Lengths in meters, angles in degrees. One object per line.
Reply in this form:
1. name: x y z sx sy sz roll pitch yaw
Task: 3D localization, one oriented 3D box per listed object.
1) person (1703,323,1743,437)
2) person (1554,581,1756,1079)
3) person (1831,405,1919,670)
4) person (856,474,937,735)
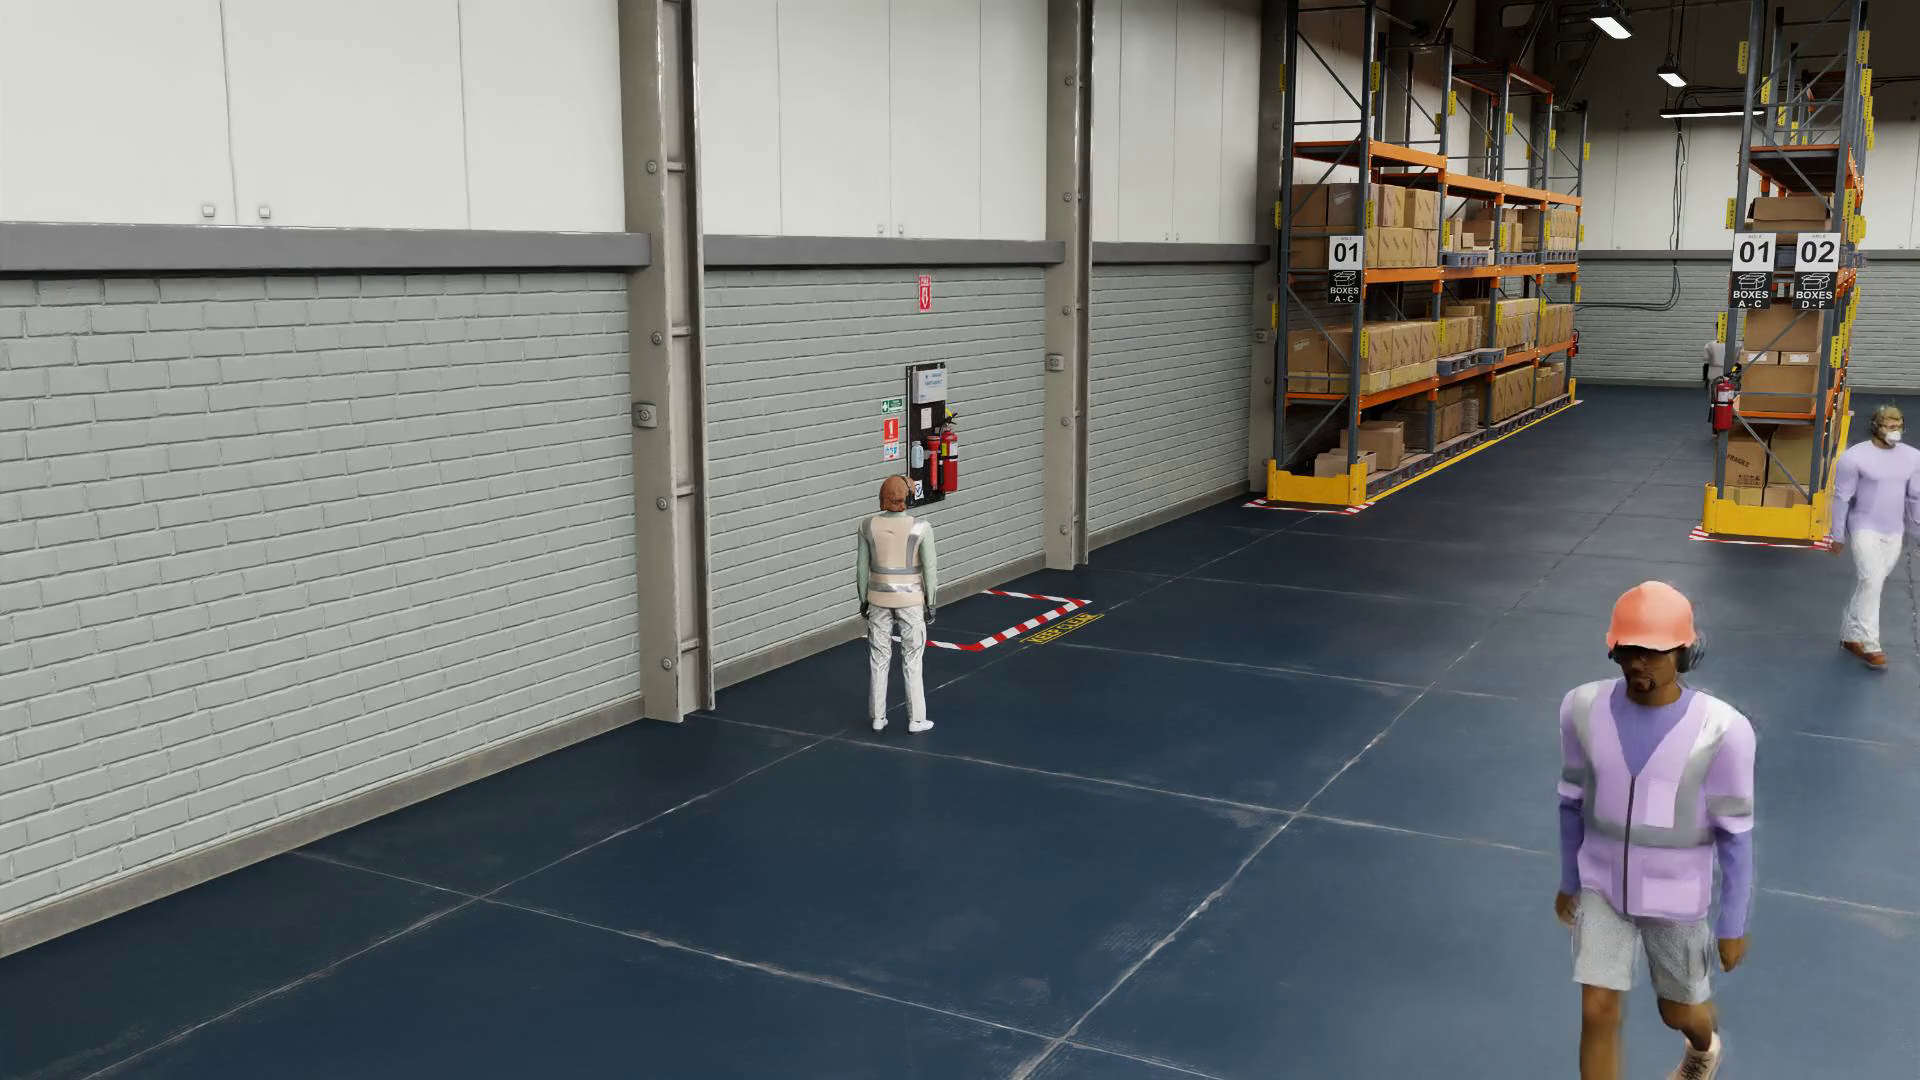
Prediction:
1. person: 12.697 -2.691 27.674 0.630 1.939 0.629 6 11 31
2. person: 2.269 1.090 5.395 0.618 2.012 0.936 9 13 42
3. person: 6.761 -0.016 12.111 0.649 1.906 0.858 -2 10 -10
4. person: -0.394 0.406 10.438 0.522 1.638 0.309 3 10 15
